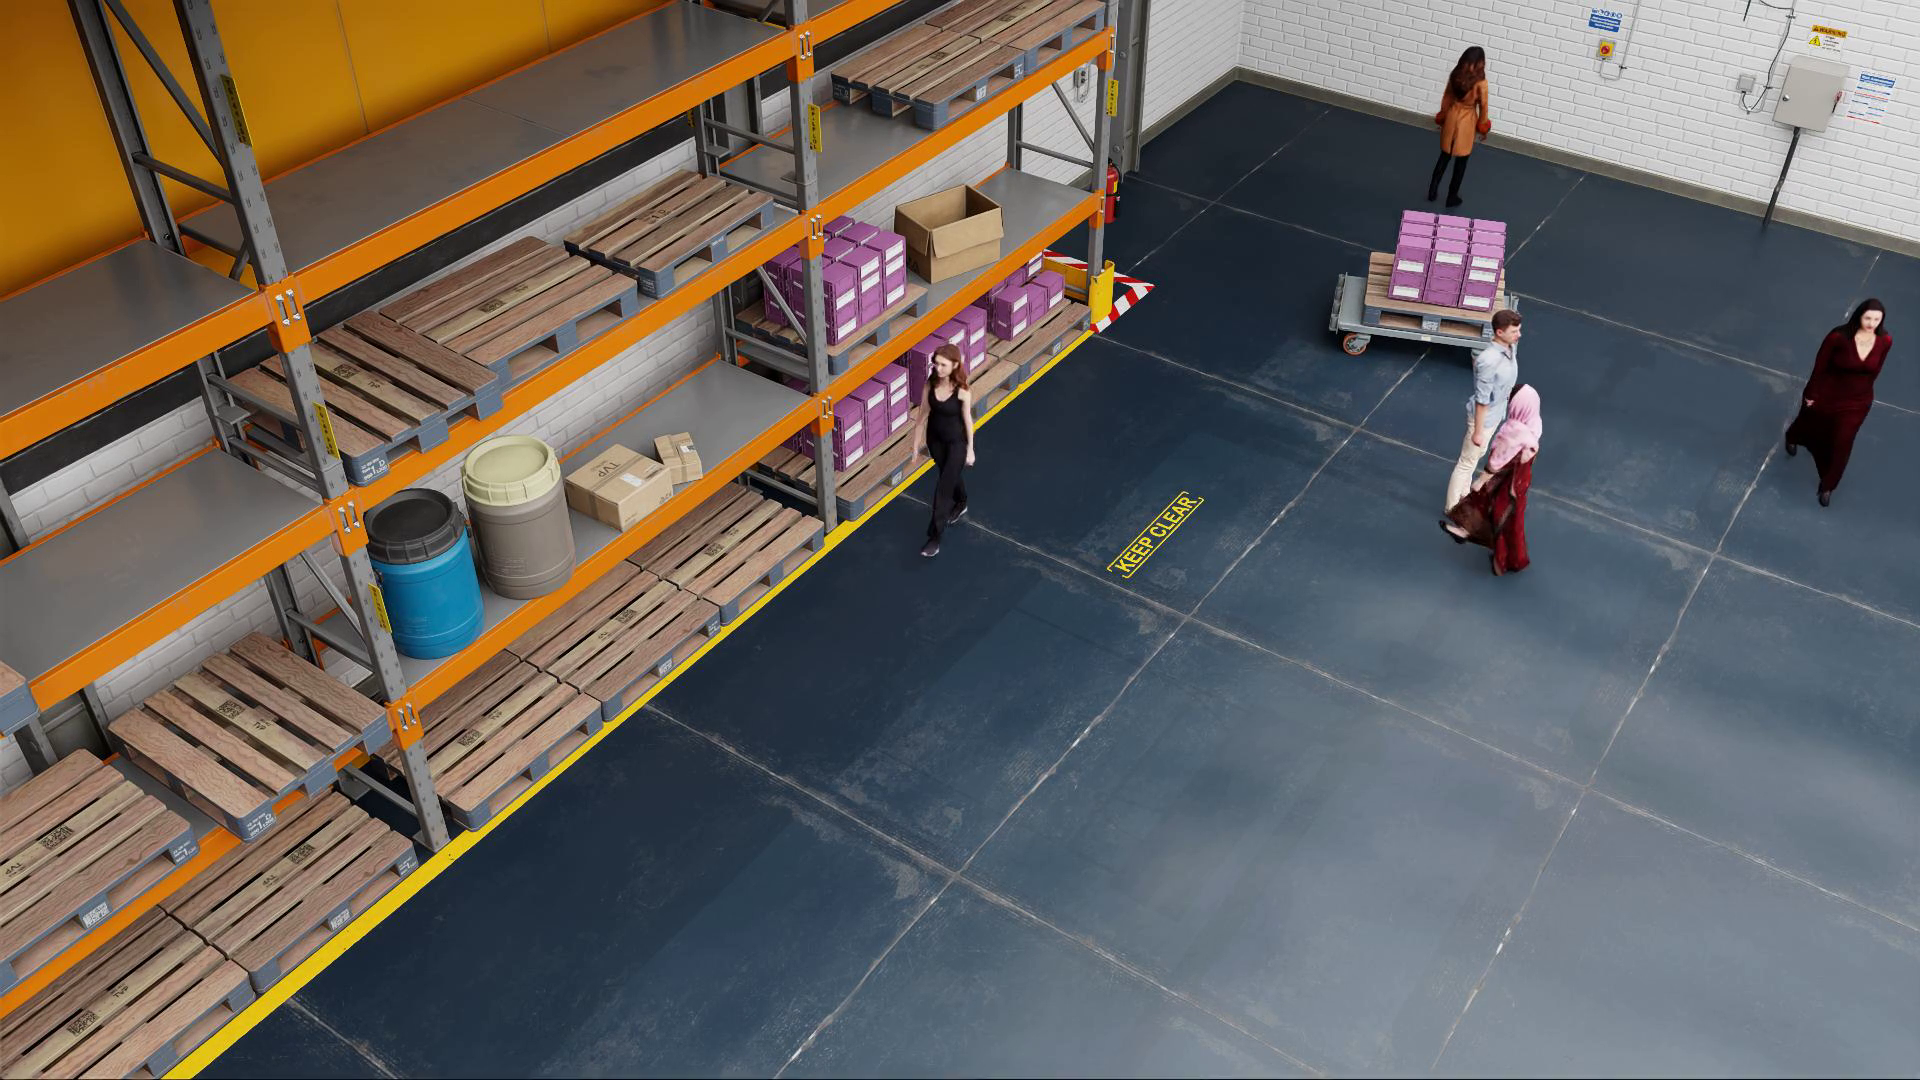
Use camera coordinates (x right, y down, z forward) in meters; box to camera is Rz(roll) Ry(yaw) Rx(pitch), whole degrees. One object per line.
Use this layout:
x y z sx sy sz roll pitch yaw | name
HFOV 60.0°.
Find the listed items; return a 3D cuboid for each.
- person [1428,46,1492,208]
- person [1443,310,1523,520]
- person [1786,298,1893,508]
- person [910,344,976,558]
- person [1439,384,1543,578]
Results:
5.088 -4.192 16.960 0.696 1.721 0.764 -31 48 -33 | person
4.047 -0.970 12.824 0.707 1.847 0.462 23 44 26 | person
6.932 -1.197 13.219 0.951 1.708 1.203 7 39 8 | person
-0.045 -0.787 12.704 0.640 1.709 1.067 20 43 23 | person
4.137 -0.422 12.308 0.740 1.635 0.927 26 46 29 | person
